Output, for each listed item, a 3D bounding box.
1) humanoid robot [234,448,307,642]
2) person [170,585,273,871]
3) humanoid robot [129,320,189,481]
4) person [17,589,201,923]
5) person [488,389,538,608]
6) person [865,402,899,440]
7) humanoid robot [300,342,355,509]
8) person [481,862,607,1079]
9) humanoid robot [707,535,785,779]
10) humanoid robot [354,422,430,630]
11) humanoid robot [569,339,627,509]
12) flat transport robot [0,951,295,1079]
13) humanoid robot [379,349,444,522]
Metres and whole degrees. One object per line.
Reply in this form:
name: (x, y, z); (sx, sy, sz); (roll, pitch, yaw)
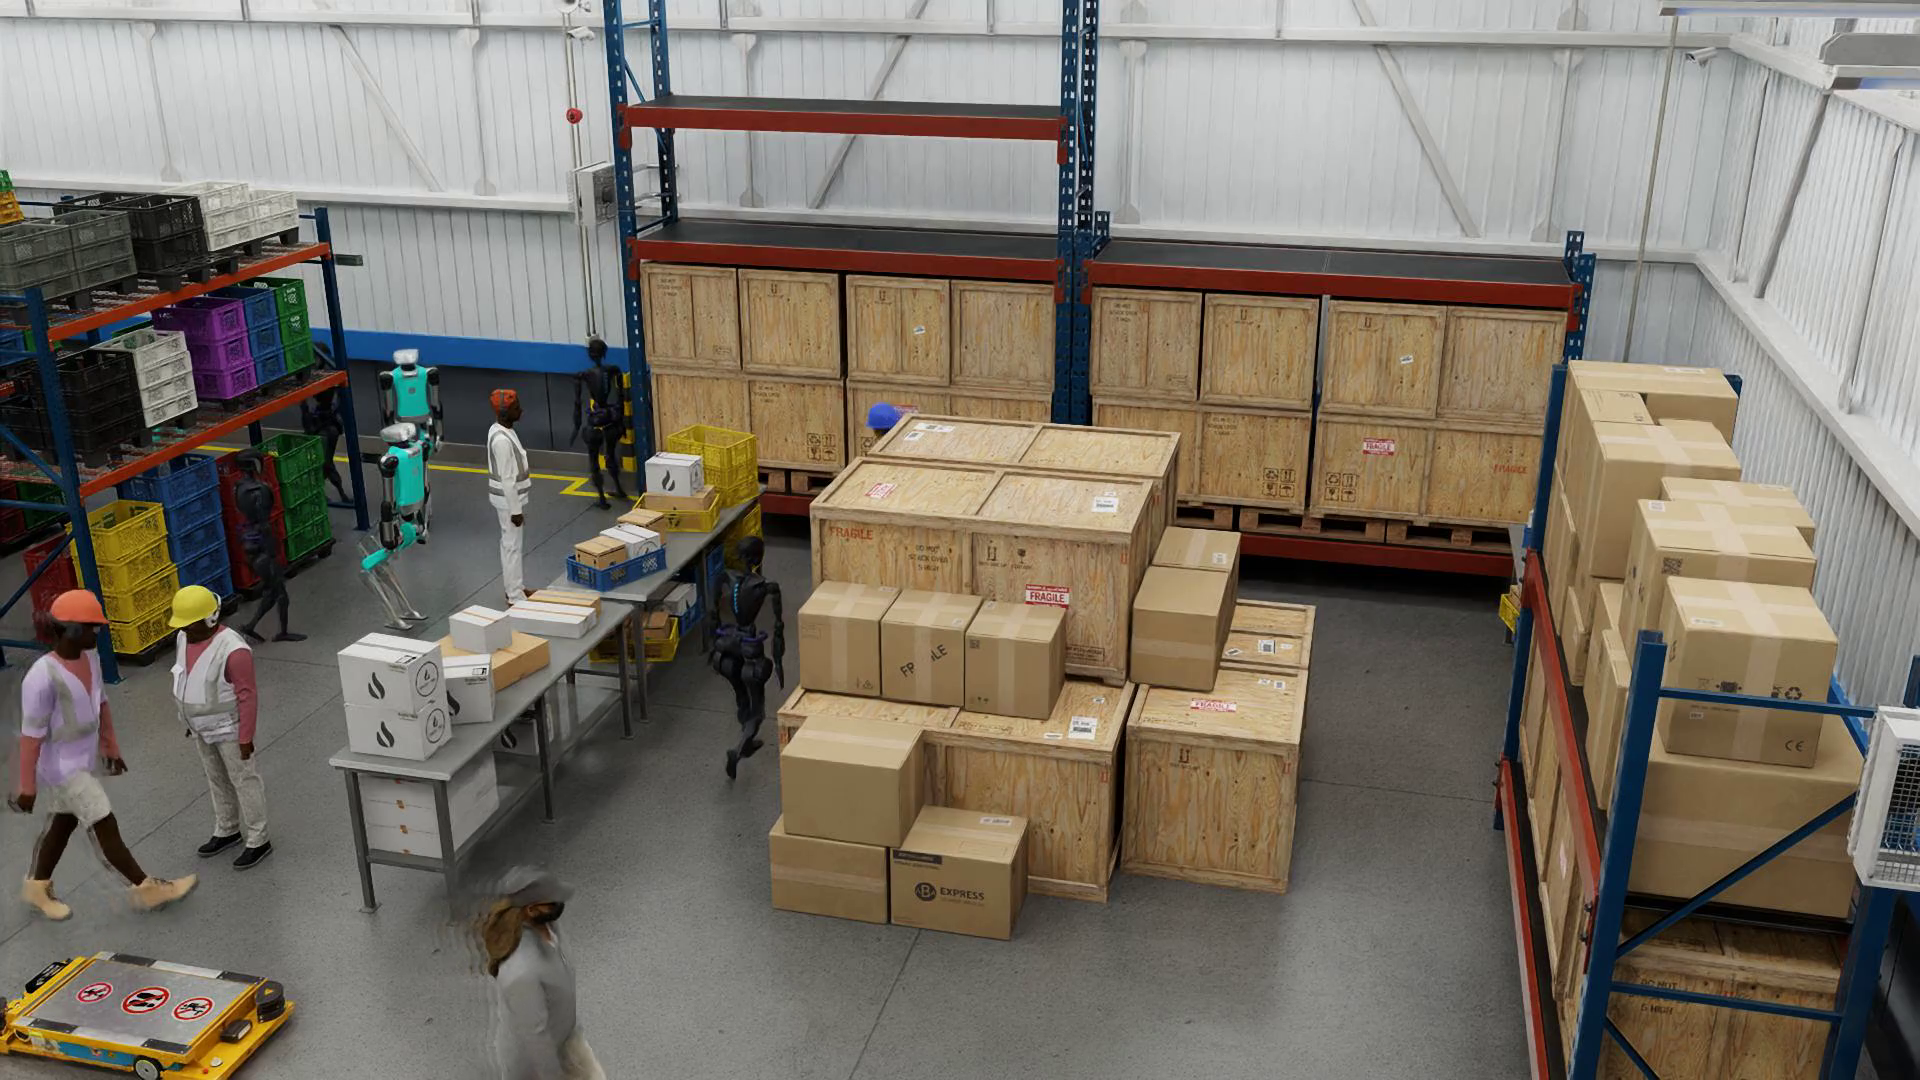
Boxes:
humanoid robot: (-5.460, 0.057, 12.947); (0.490, 1.631, 0.611); (-11, 24, -27)
person: (-4.450, 1.108, 9.970); (0.586, 1.823, 0.403); (12, 24, 28)
humanoid robot: (-7.715, -1.157, 16.138); (0.539, 1.876, 0.734); (-5, 21, -13)
person: (-4.986, 1.255, 9.388); (0.992, 1.961, 0.690); (-2, 21, -4)
person: (-3.667, -0.322, 13.628); (0.360, 1.882, 0.572); (-6, 22, -15)
person: (-0.431, -0.135, 13.113); (0.623, 1.911, 0.716); (-17, 26, -37)
humanoid robot: (-6.087, -1.117, 16.047); (0.748, 1.630, 0.615); (9, 23, 23)
person: (-1.710, 2.180, 7.259); (0.746, 1.741, 0.595); (0, 21, 0)
humanoid robot: (-1.492, 0.776, 11.085); (0.609, 1.629, 0.652); (9, 23, 22)
humanoid robot: (-4.537, -0.123, 13.168); (0.731, 1.694, 0.533); (7, 22, 18)
humanoid robot: (-3.492, -1.123, 16.013); (0.389, 1.654, 0.588); (20, 28, 41)
flat transport robot: (-4.270, 2.464, 8.601); (1.431, 0.231, 0.659); (5, 22, 13)
humanoid robot: (-5.170, -1.030, 15.724); (0.530, 1.723, 1.065); (-9, 23, -22)
